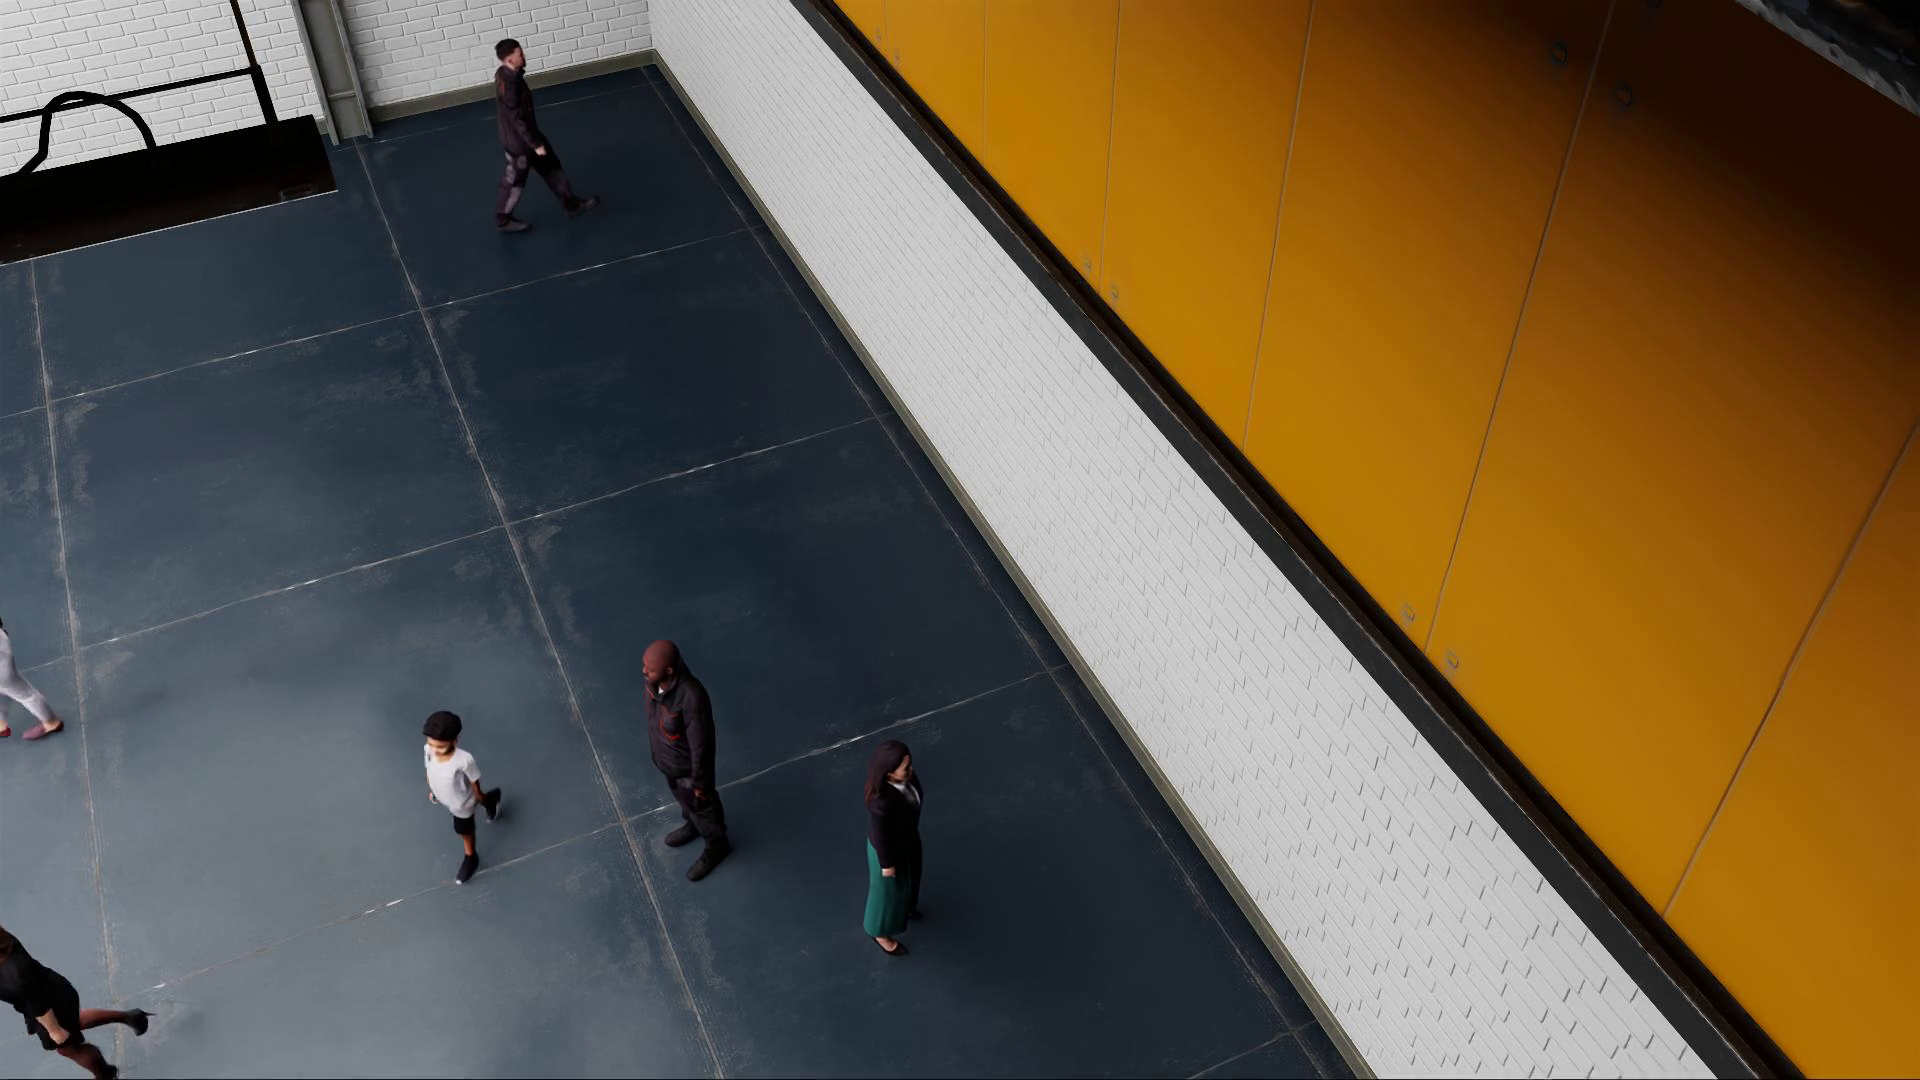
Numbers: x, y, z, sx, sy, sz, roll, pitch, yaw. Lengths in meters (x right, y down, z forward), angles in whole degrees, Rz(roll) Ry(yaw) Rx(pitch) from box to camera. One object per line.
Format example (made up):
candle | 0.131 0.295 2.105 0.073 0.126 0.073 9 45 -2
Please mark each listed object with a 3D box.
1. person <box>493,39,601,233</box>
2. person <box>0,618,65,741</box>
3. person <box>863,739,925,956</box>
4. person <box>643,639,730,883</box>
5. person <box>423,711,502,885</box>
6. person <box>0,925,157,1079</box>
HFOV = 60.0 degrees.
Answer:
person | -3.946 -3.502 14.625 1.270 1.805 0.951 -6 44 -6
person | -5.984 0.694 10.374 0.762 1.593 0.610 -17 46 -17
person | -0.374 1.681 9.233 0.728 1.737 0.688 9 44 10
person | -1.575 1.214 9.668 0.720 1.814 0.768 -31 52 -28
person | -2.957 1.427 9.858 0.801 1.243 0.881 15 46 16
person | -4.610 2.354 8.566 0.898 1.683 0.752 -33 53 -30
